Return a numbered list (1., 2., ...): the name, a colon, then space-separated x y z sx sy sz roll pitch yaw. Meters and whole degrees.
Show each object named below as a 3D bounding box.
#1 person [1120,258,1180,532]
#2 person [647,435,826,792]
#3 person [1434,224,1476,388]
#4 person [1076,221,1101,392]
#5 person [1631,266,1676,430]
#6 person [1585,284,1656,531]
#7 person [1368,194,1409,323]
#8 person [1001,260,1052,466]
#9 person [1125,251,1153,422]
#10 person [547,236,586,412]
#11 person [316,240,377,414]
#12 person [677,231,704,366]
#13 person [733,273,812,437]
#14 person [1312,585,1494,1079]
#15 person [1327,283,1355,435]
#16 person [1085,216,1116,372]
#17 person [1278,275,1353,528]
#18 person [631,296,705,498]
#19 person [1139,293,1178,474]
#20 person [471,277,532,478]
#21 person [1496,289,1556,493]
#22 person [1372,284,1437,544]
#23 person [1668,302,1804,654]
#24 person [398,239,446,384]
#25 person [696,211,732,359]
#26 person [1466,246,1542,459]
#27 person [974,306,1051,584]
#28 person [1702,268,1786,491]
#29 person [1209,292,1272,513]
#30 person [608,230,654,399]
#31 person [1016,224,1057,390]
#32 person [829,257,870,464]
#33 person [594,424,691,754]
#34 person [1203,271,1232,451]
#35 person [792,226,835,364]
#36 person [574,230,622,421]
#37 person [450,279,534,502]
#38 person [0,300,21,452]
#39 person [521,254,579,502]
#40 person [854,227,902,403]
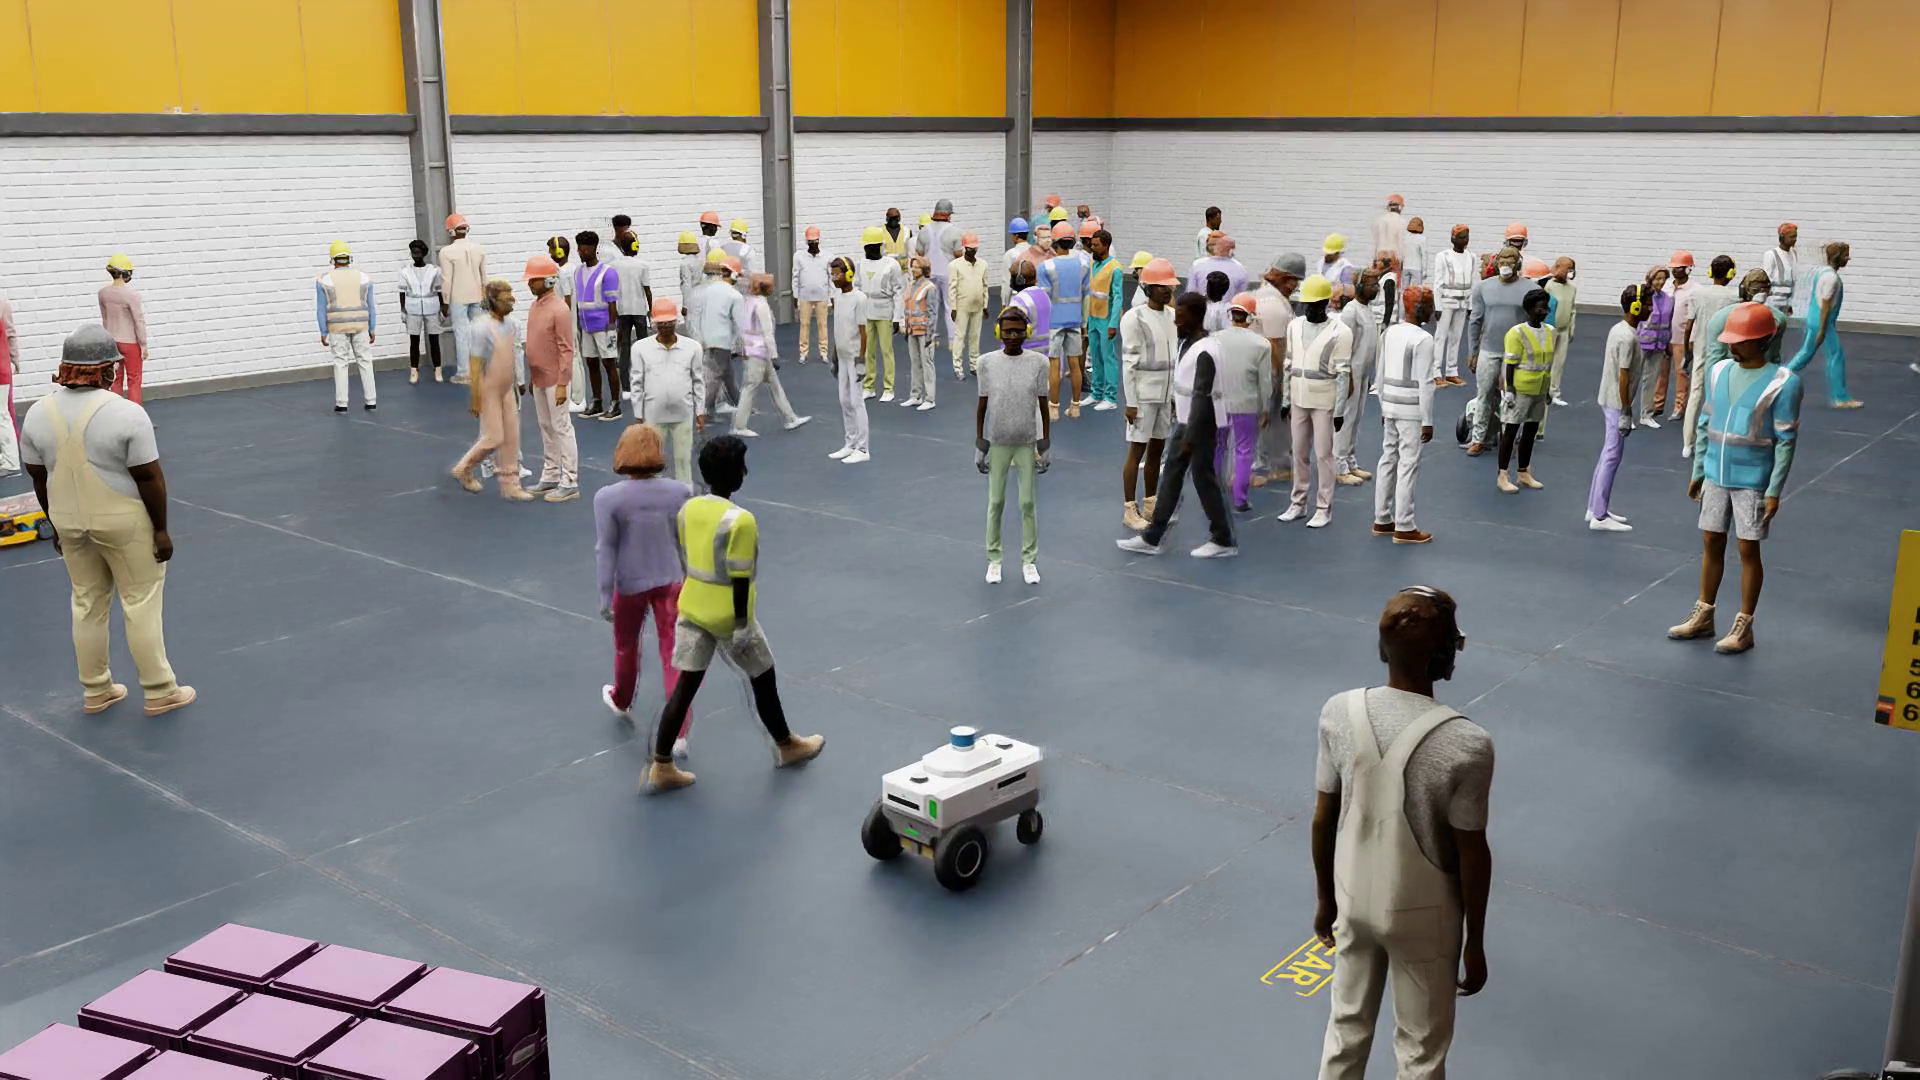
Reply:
1. person: 1.464 -1.088 12.513 0.605 2.045 0.378 -13 19 -43
2. person: -1.085 0.328 7.666 0.540 1.639 0.900 13 19 42
3. person: 5.753 -2.723 19.376 0.574 1.883 0.360 -7 16 -25
4. person: 1.467 -2.665 19.035 0.361 1.938 0.546 0 14 2
5. person: 6.912 -1.927 16.687 0.517 1.639 0.313 -4 15 -15
6. person: 4.981 -0.997 12.540 0.334 1.860 0.515 4 15 15
7. person: 6.601 -4.327 25.611 0.629 1.964 0.686 -10 17 -35
8. person: 0.578 -1.586 14.933 0.430 1.838 0.624 7 16 27
9. person: 1.851 -2.028 16.837 0.328 1.767 0.532 -2 14 -10
10. person: -4.179 -2.289 17.682 0.331 1.865 0.519 0 14 -2
11. person: -6.479 -2.244 17.595 0.591 1.823 0.405 -9 16 -31
12. person: -3.294 -2.898 20.359 0.322 1.742 0.493 4 15 15
13. person: -1.868 -1.806 16.287 0.840 1.593 0.552 -4 15 -15
14. person: 1.185 1.019 4.496 0.505 1.847 0.349 13 19 43
15. person: 3.374 -1.464 14.838 0.306 1.640 0.523 -2 14 -8
16. person: 1.648 -3.037 20.580 0.406 1.911 0.638 -6 15 -22
17. person: 2.680 -1.052 12.632 0.393 1.918 0.585 -12 18 -39
18. person: -2.209 -0.974 12.647 0.563 1.752 0.341 -4 15 -15
19. person: 1.753 -1.391 14.558 0.281 1.634 0.498 -2 14 -9
20. person: -3.970 -1.399 14.392 0.483 1.734 0.342 5 15 18
21. person: 4.721 -1.238 13.817 0.540 1.695 0.317 -8 16 -28
22. person: 3.265 -0.918 12.161 0.337 1.882 0.585 -5 15 -20
23. person: 4.478 -0.355 9.607 0.392 2.034 0.605 -7 16 -27
24. person: -6.333 -2.690 19.613 0.537 1.698 0.320 -4 15 -14
25. person: -3.223 -3.269 21.467 0.543 1.927 0.371 12 19 40
26. person: 4.967 -1.713 15.224 0.632 1.938 0.359 6 15 23
27. person: 0.351 -0.626 11.045 0.509 1.863 0.326 0 14 2
28. person: 6.066 -1.132 12.902 0.637 1.938 0.357 -2 14 -10
29. person: 2.174 -1.080 13.100 0.577 1.738 0.354 6 15 22
30. person: -3.637 -2.488 18.471 0.519 1.869 0.328 2 14 7
31. person: 0.932 -2.633 18.969 0.652 1.906 0.402 -12 18 -40
32. person: -1.015 -1.626 15.061 0.347 1.853 0.531 -10 17 -34
33. person: -1.557 0.216 8.225 0.535 1.585 0.842 -7 16 -27
34. person: 2.364 -1.641 15.429 0.315 1.696 0.541 10 17 34
35. person: -1.869 -3.132 21.270 0.561 1.752 0.327 -1 14 -6
36. person: -3.766 -2.217 17.205 0.605 1.958 0.377 10 17 34
37. person: -3.802 -1.194 13.398 0.589 1.821 0.558 5 15 19
38. person: -8.977 -1.656 15.362 0.525 1.760 0.340 -13 19 -42
39. person: -3.342 -1.317 13.526 0.376 1.996 0.612 -12 18 -39
40. person: -0.925 -2.476 18.303 0.594 1.922 0.375 7 16 27
